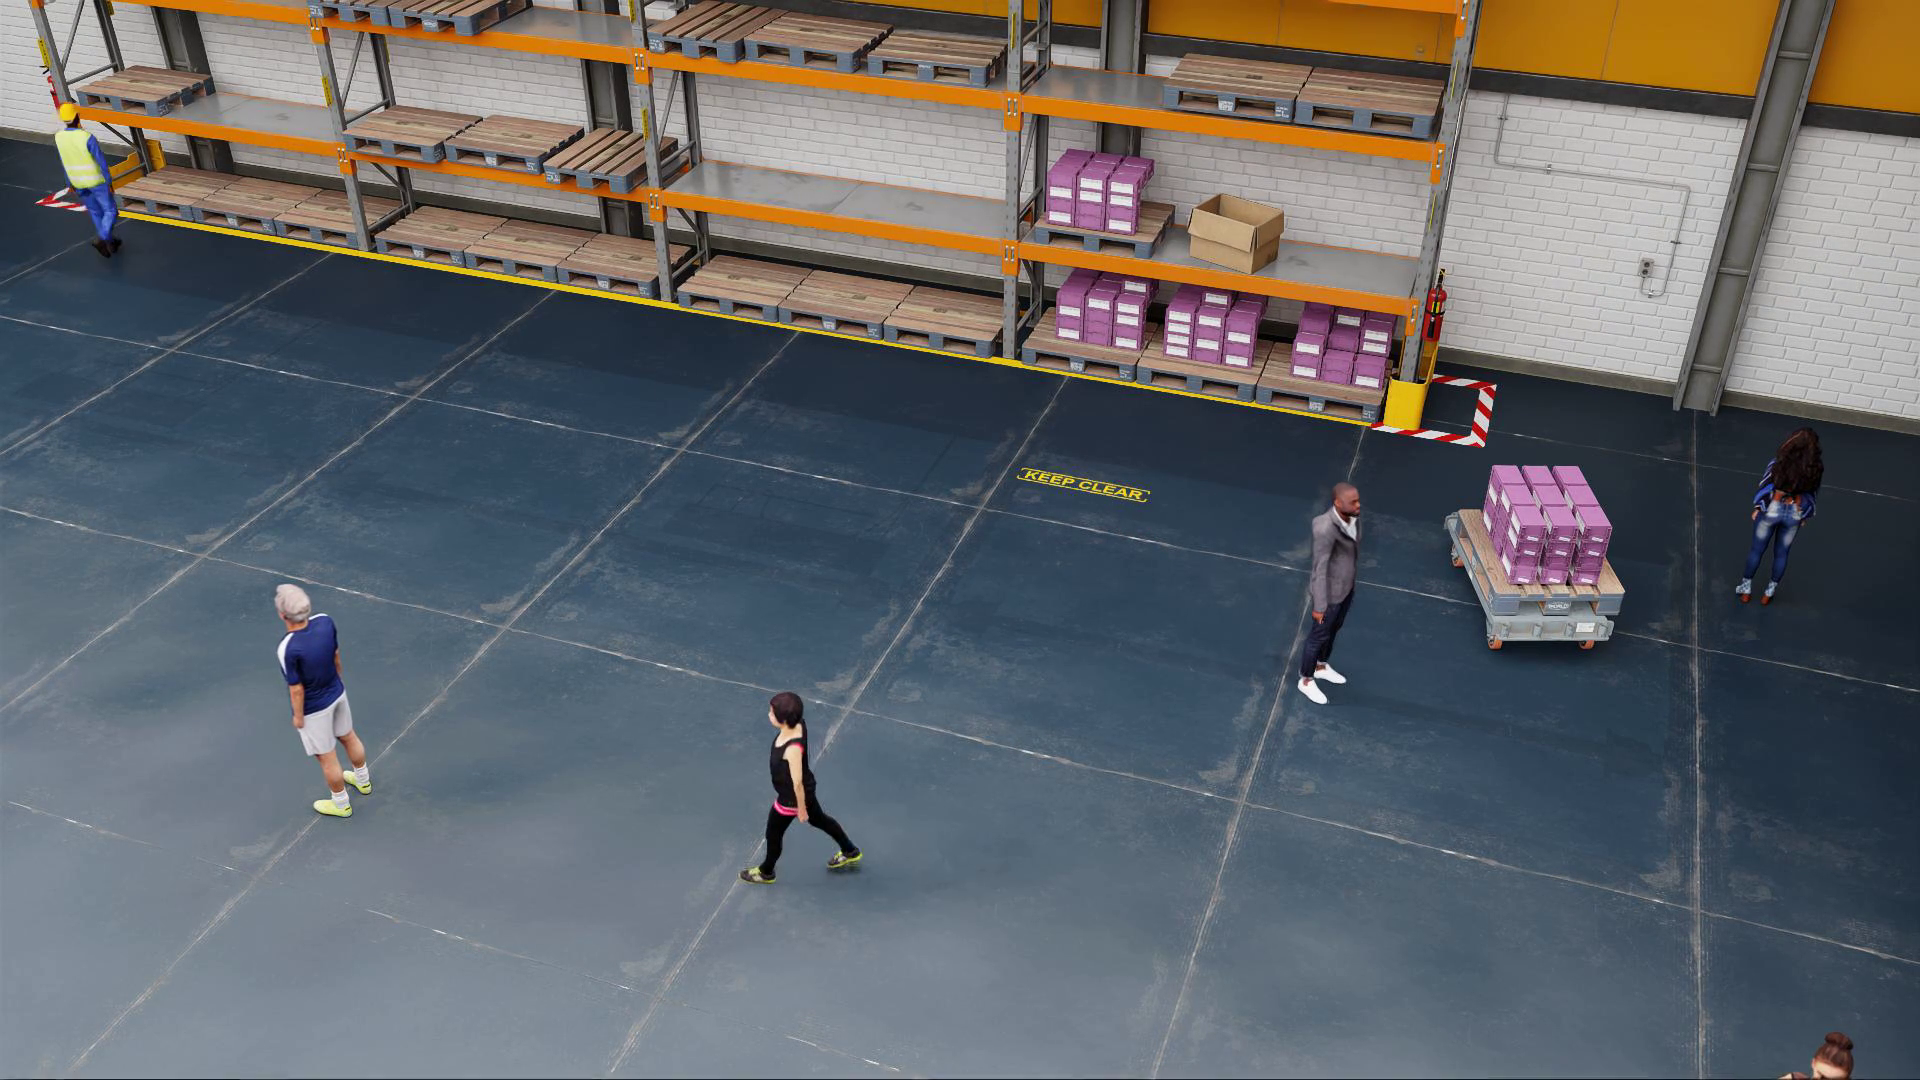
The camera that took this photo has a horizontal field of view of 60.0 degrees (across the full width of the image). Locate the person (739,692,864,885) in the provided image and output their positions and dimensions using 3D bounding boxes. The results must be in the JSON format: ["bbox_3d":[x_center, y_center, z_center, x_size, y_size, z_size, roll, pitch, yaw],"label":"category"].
[{"bbox_3d":[-0.979,1.602,10.657,1.111,1.517,0.823,-1,34,-1],"label":"person"}]

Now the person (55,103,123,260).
[{"bbox_3d":[-9.920,-4.044,18.899,0.999,1.796,0.936,-1,34,-1],"label":"person"}]

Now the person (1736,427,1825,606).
[{"bbox_3d":[6.551,-0.200,13.277,0.482,1.617,0.669,10,35,15],"label":"person"}]

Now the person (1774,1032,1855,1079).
[{"bbox_3d":[4.145,3.076,8.298,0.519,1.673,0.649,15,36,21],"label":"person"}]

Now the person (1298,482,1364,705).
[{"bbox_3d":[2.737,0.350,12.269,0.723,1.817,0.796,24,41,32],"label":"person"}]

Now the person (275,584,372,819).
[{"bbox_3d":[-4.301,1.064,11.175,0.535,1.839,0.621,11,35,16],"label":"person"}]
